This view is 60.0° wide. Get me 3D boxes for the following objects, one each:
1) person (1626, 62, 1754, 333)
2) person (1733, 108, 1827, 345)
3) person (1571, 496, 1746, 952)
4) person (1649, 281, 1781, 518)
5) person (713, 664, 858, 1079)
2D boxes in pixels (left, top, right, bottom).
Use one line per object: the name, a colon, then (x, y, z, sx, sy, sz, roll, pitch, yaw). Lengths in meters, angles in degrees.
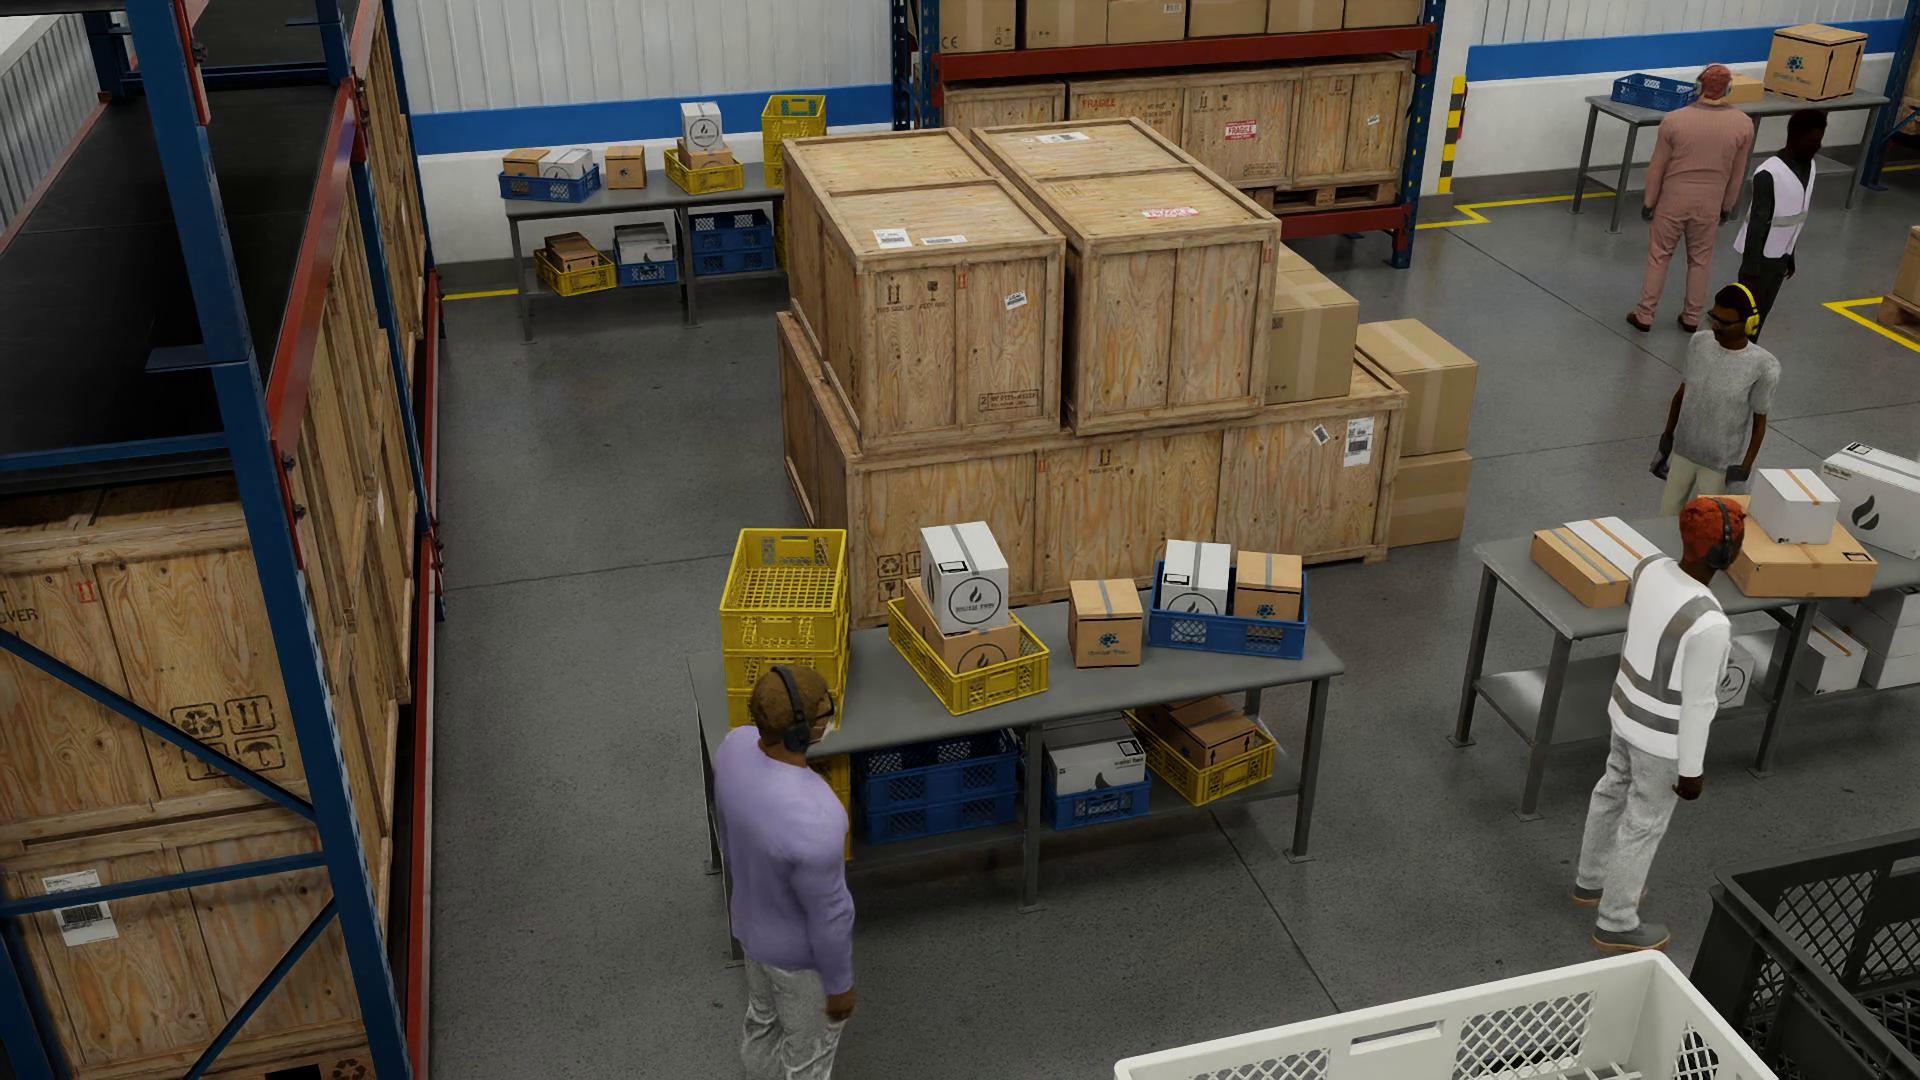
person: (5.173, -2.417, 11.806, 0.642, 1.899, 0.395, 3, 29, 6)
person: (5.201, -1.827, 10.712, 0.592, 1.917, 0.392, -23, 36, -36)
person: (2.597, 0.691, 6.191, 0.360, 1.877, 0.579, -1, 29, -3)
person: (3.632, -0.381, 8.141, 0.327, 1.865, 0.520, -18, 33, -29)
person: (-0.514, 1.218, 5.162, 0.378, 1.940, 0.629, -18, 34, -29)
